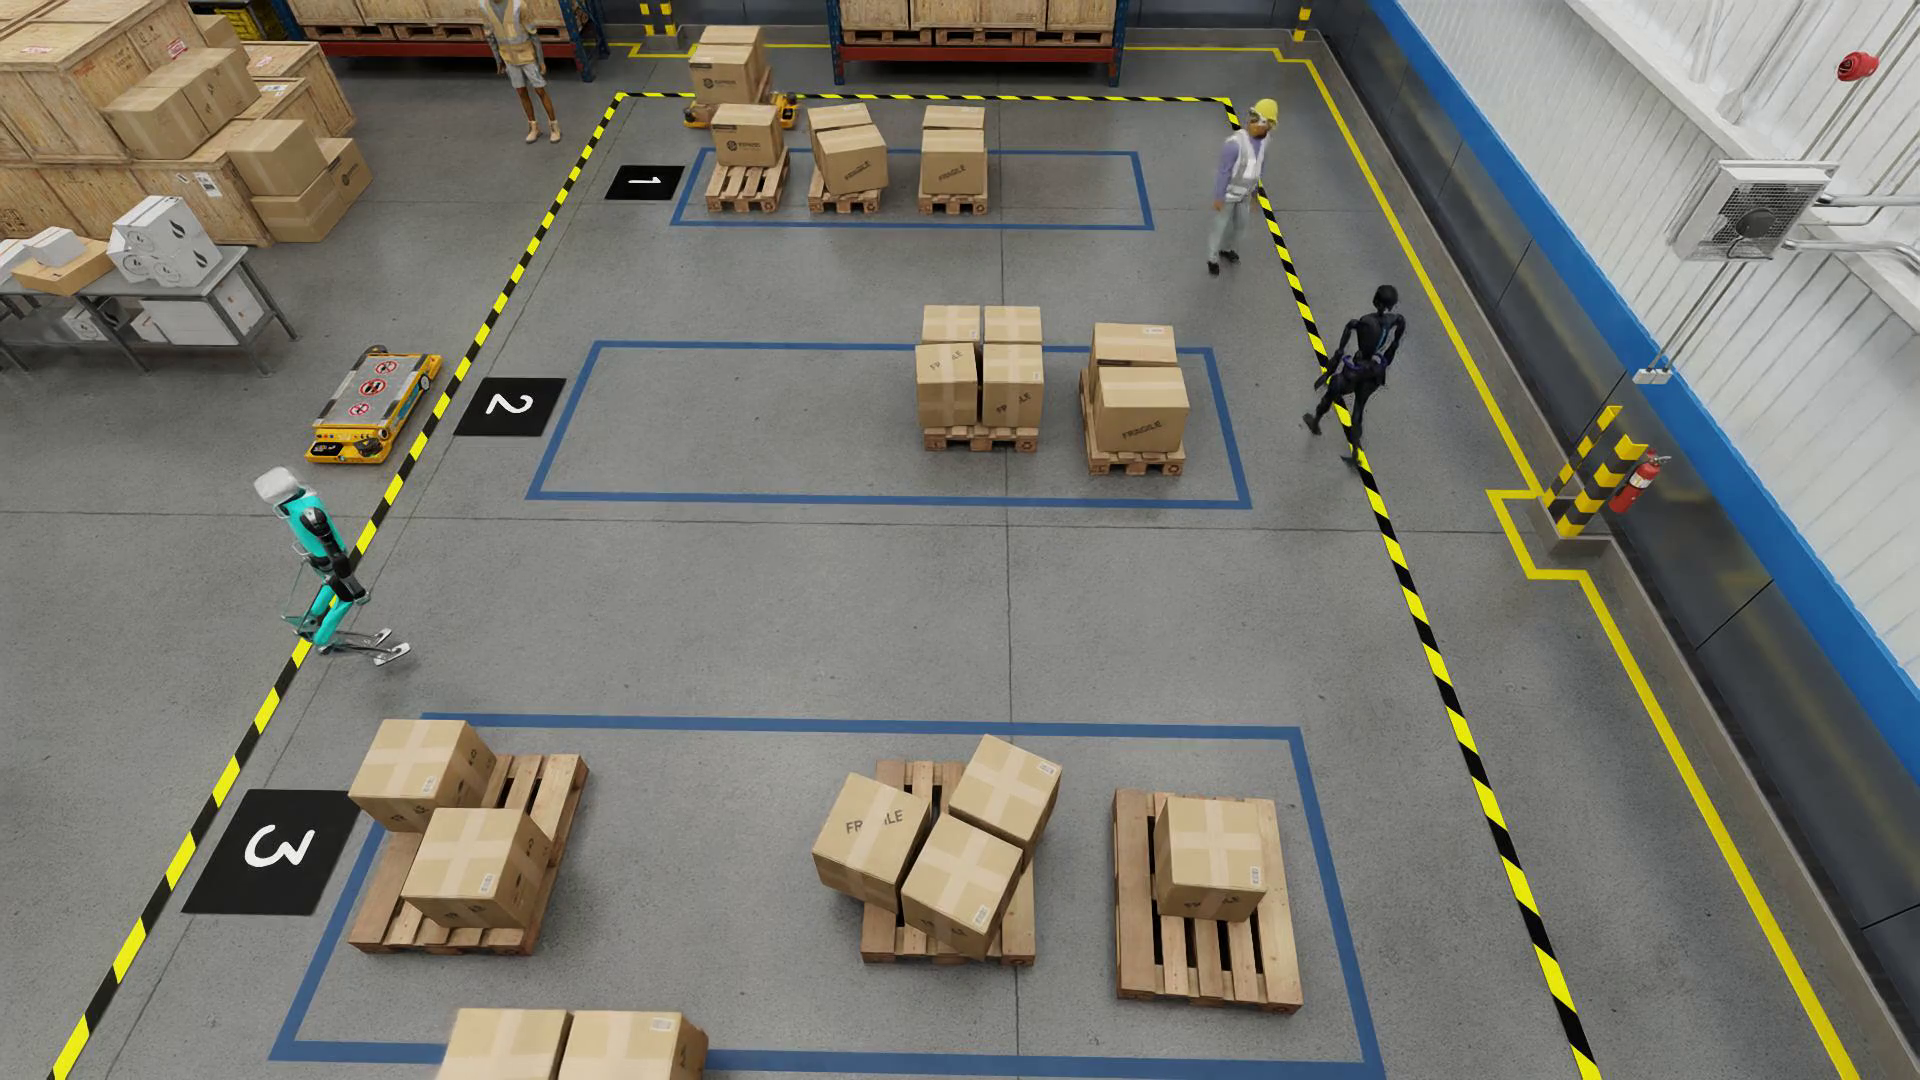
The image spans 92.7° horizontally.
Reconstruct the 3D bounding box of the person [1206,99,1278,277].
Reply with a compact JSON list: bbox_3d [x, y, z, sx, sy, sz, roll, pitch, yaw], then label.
[{"bbox_3d":[2.829,-3.574,9.409,0.634,1.779,0.407,-28,55,-22],"label":"person"}]

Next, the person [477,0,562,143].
[{"bbox_3d":[-5.385,-5.871,11.175,0.613,2.040,0.389,1,50,1],"label":"person"}]

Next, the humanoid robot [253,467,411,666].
[{"bbox_3d":[-4.295,0.303,6.060,0.533,1.677,0.735,33,57,25],"label":"humanoid robot"}]

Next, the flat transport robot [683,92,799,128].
[{"bbox_3d":[-2.914,-5.745,12.210,1.431,0.197,0.652,1,50,1],"label":"flat transport robot"}]

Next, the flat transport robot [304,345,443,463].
[{"bbox_3d":[-5.383,-1.269,8.441,0.659,0.231,1.431,1,50,1],"label":"flat transport robot"}]

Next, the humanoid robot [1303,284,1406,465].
[{"bbox_3d":[3.329,-1.379,7.645,0.613,1.640,0.770,-8,50,-6],"label":"humanoid robot"}]
